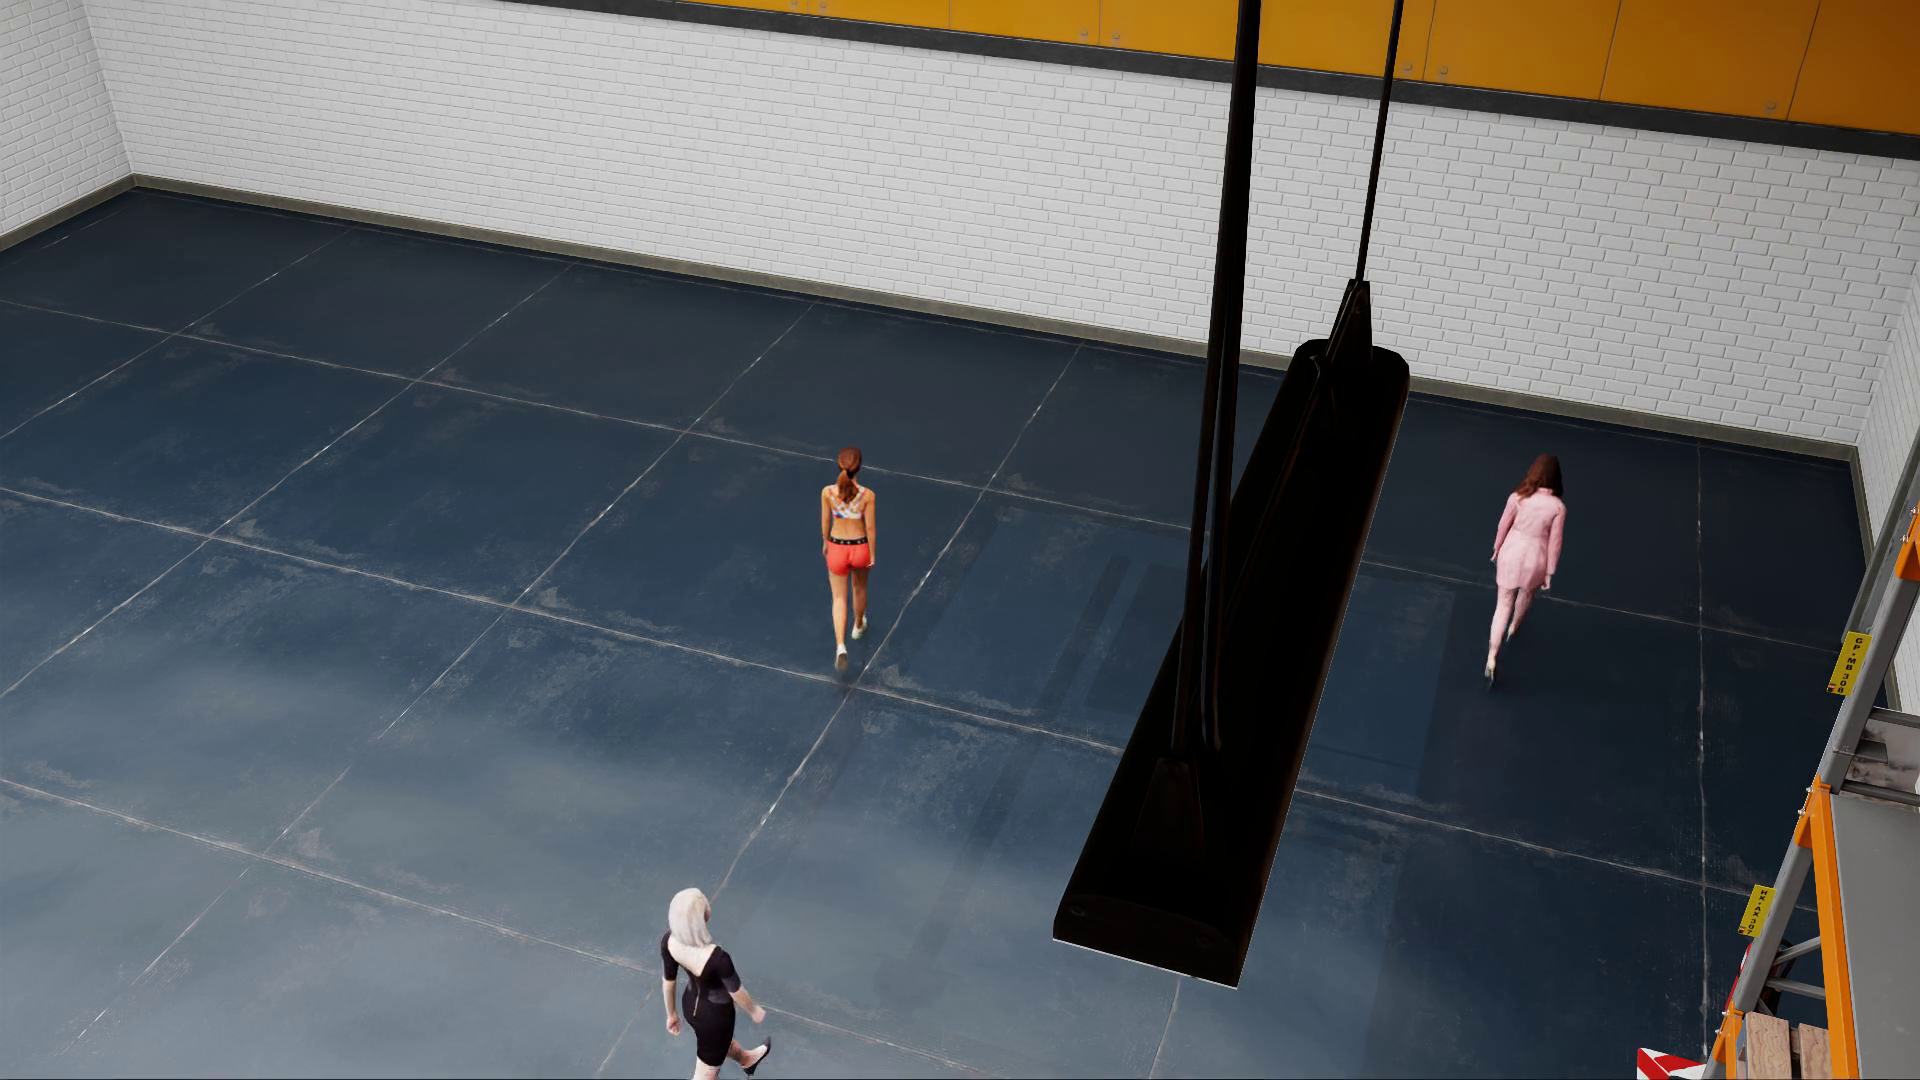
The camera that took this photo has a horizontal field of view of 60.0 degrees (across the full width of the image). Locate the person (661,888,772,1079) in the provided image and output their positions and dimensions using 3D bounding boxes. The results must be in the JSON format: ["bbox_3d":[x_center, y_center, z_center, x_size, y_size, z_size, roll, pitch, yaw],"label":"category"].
[{"bbox_3d":[-1.363,2.589,8.672,0.780,1.781,1.215,20,38,27],"label":"person"}]

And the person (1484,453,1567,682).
[{"bbox_3d":[4.111,0.238,12.232,0.679,1.757,1.154,14,36,20],"label":"person"}]

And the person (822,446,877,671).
[{"bbox_3d":[-0.841,0.149,12.356,0.801,1.767,1.118,1,34,2],"label":"person"}]
